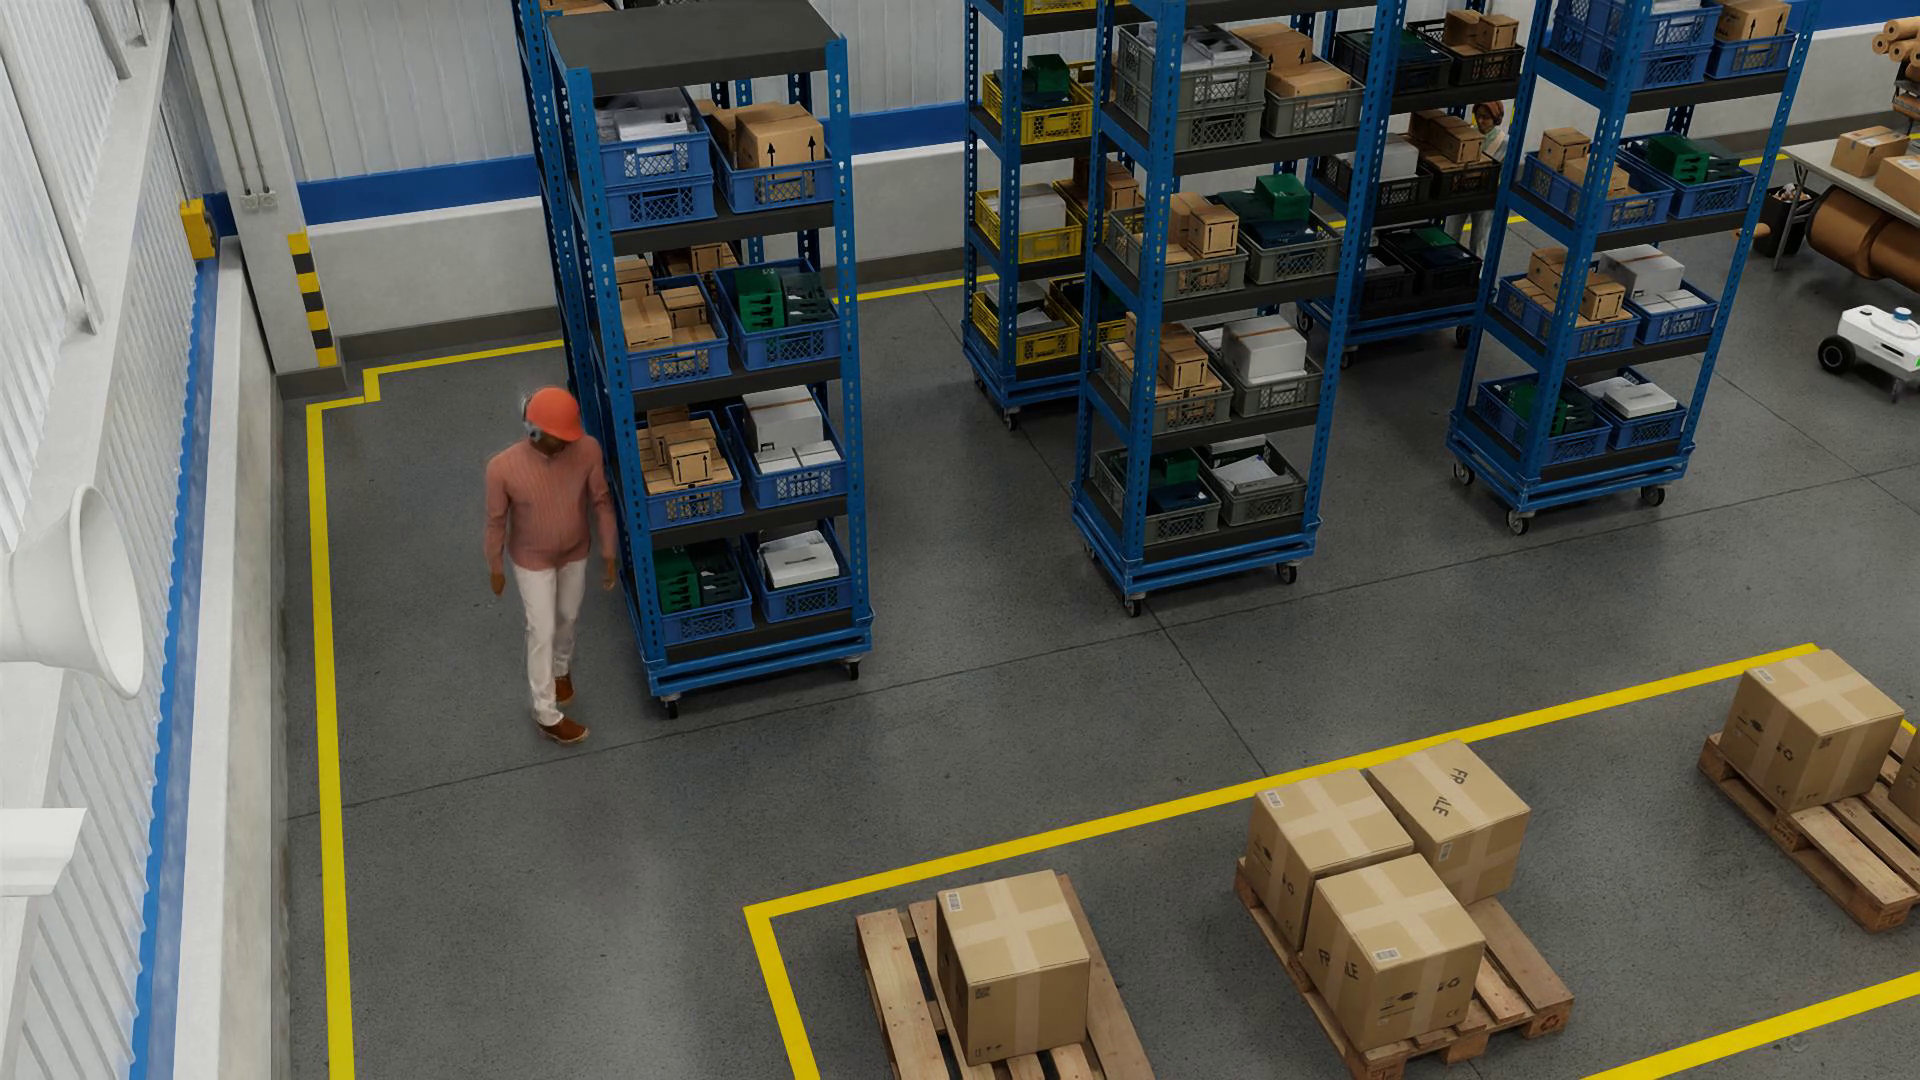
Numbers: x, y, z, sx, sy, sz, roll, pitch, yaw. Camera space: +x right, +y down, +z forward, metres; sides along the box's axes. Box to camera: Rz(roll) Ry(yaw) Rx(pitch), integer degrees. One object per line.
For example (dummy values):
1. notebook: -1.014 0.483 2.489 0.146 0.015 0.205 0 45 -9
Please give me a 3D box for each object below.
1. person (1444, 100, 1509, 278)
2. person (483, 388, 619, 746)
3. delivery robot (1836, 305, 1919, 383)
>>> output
1. person: 3.821 -2.517 12.421 0.523 1.638 0.308 22 41 28
2. person: -2.037 0.110 8.441 0.663 1.934 0.721 -22 41 -28
3. delivery robot: 6.557 -1.399 11.692 0.477 0.478 0.707 -16 38 -22
